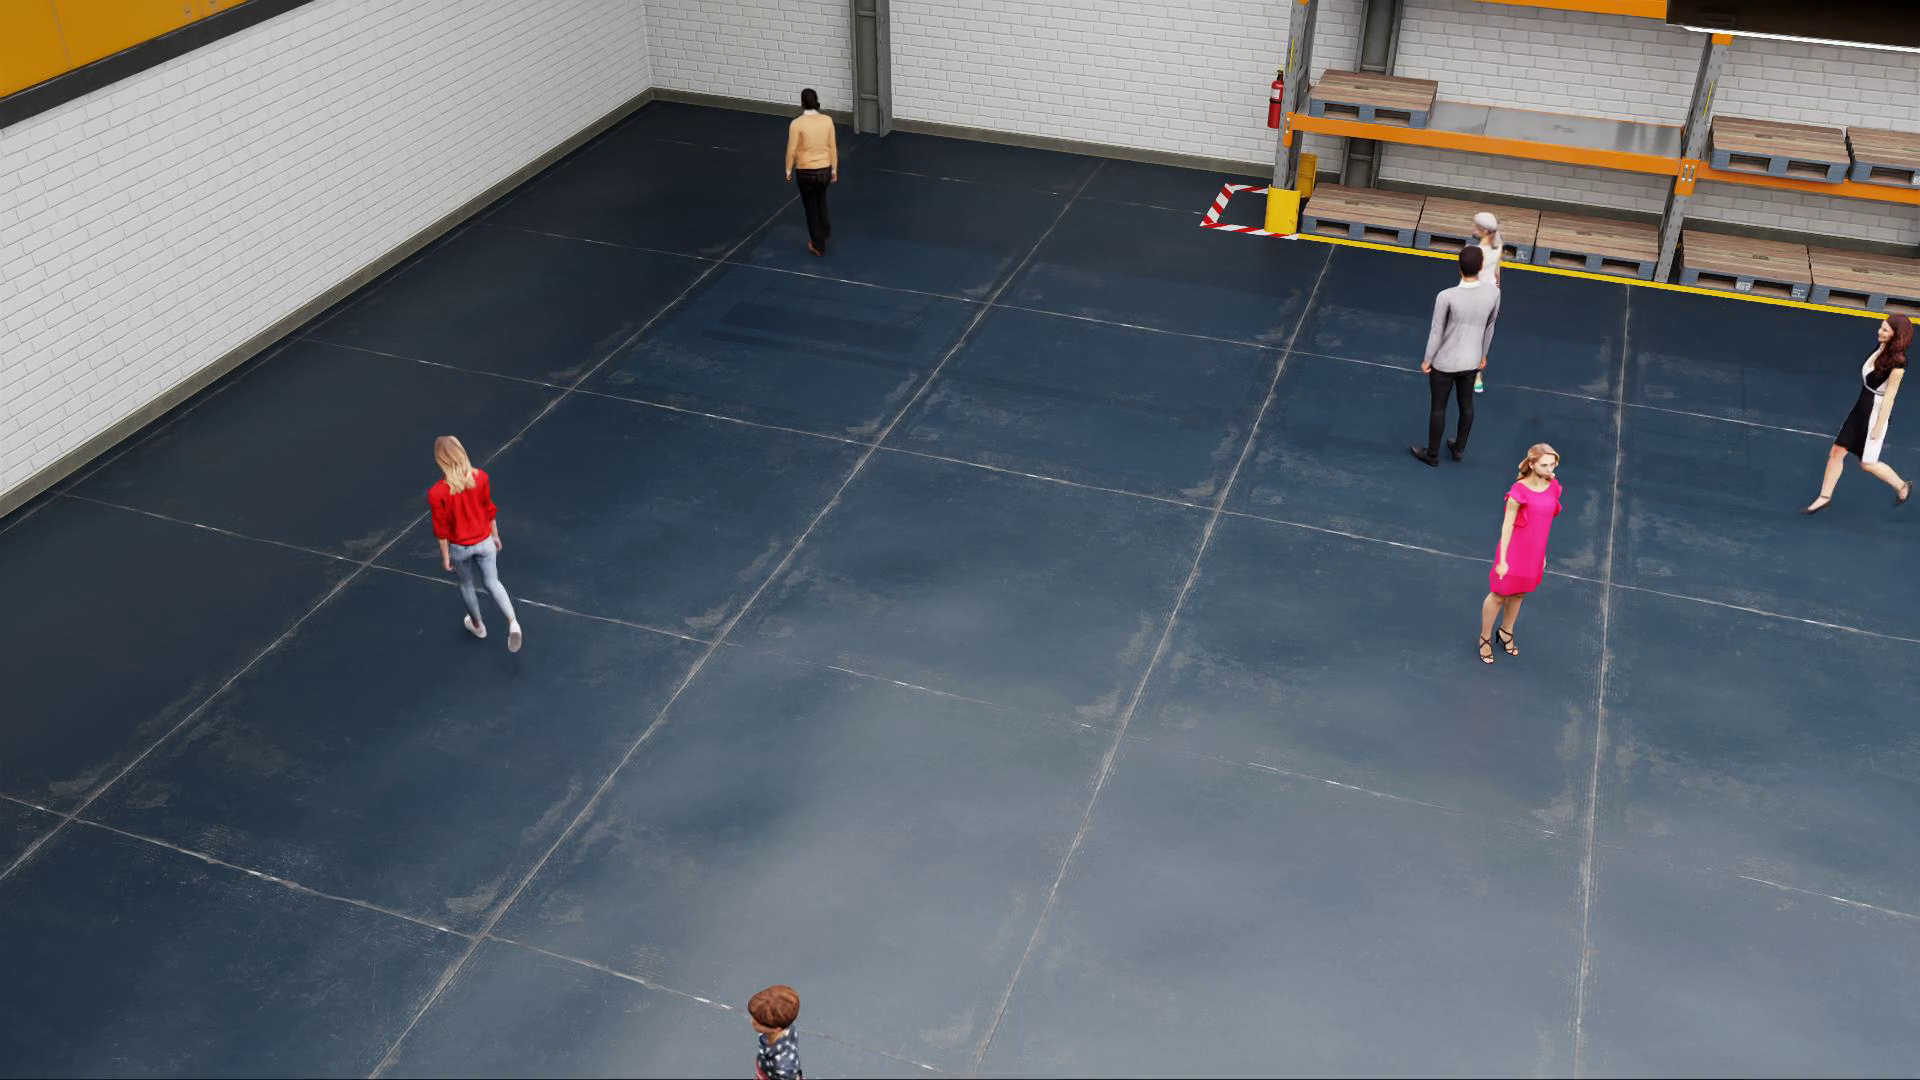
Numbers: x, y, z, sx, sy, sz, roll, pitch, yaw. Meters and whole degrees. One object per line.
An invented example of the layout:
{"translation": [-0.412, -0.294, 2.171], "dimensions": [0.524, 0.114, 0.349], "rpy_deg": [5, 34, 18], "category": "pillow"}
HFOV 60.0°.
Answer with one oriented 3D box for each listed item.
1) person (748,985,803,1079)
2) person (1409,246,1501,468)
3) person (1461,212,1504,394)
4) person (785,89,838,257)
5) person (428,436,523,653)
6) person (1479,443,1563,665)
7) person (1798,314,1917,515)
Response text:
{"translation": [-0.777, 2.618, 7.874], "dimensions": [1.038, 1.410, 0.811], "rpy_deg": [-4, 34, -6], "category": "person"}
{"translation": [4.068, -1.488, 13.590], "dimensions": [0.788, 1.920, 0.897], "rpy_deg": [-8, 34, -11], "category": "person"}
{"translation": [4.635, -2.053, 14.661], "dimensions": [0.823, 1.675, 0.886], "rpy_deg": [-21, 39, -28], "category": "person"}
{"translation": [-1.484, -3.765, 17.179], "dimensions": [0.793, 1.738, 0.839], "rpy_deg": [-20, 38, -27], "category": "person"}
{"translation": [-3.340, 0.069, 11.457], "dimensions": [0.907, 1.688, 1.077], "rpy_deg": [-26, 42, -34], "category": "person"}
{"translation": [3.838, 0.079, 11.406], "dimensions": [0.660, 1.728, 0.723], "rpy_deg": [-14, 36, -19], "category": "person"}
{"translation": [7.126, -0.922, 12.871], "dimensions": [1.111, 1.773, 0.785], "rpy_deg": [2, 34, 3], "category": "person"}
